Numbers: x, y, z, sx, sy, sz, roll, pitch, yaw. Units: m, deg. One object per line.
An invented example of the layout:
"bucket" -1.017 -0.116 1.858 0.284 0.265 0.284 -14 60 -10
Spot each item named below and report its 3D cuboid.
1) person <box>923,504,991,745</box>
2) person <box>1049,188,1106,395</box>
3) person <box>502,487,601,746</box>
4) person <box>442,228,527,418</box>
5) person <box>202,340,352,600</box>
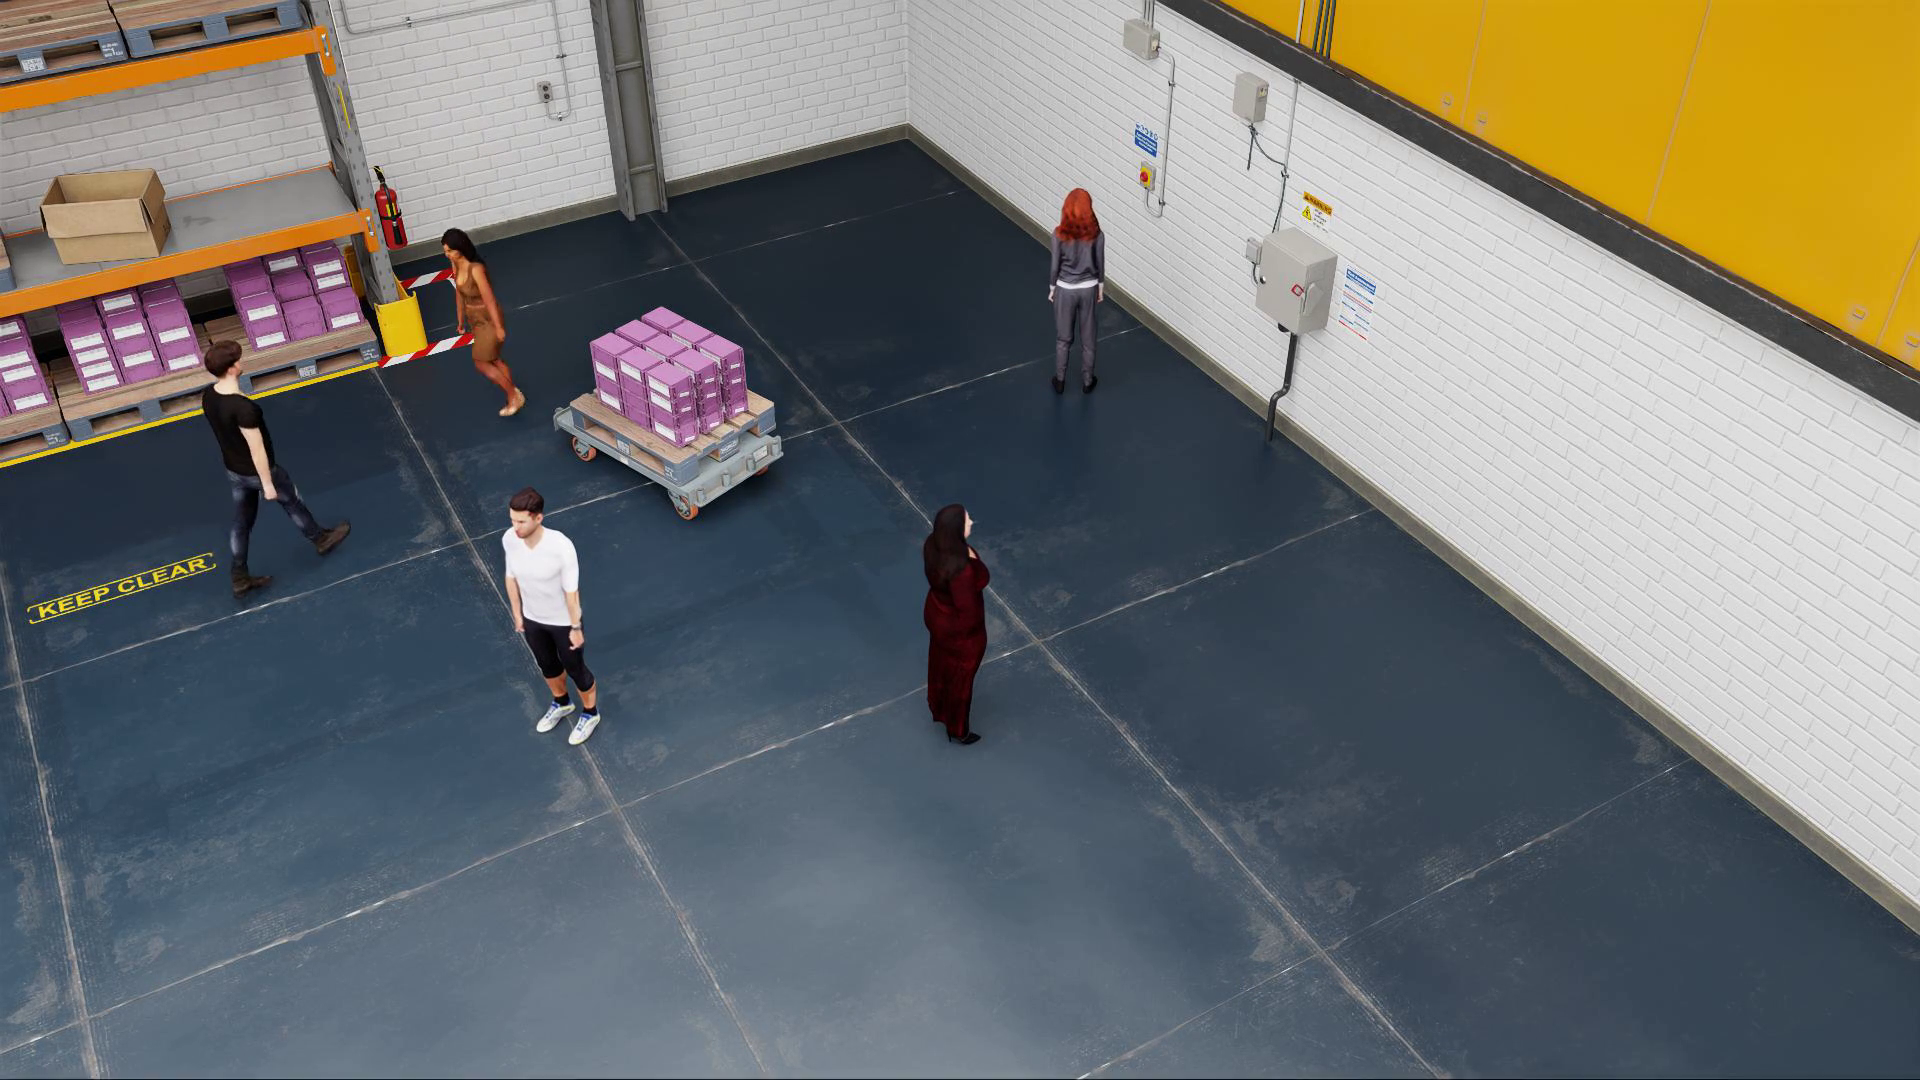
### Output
"person" -0.046 0.501 10.045 0.612 1.758 0.673 -16 41 -19
"person" 0.916 -1.942 13.085 0.609 1.782 0.714 2 39 2
"person" -2.462 0.441 10.048 0.741 1.848 0.782 13 40 15
"person" -3.599 -1.694 12.870 0.638 1.662 0.631 31 48 33
"person" -4.810 -0.424 11.128 1.062 1.853 1.307 22 44 26
